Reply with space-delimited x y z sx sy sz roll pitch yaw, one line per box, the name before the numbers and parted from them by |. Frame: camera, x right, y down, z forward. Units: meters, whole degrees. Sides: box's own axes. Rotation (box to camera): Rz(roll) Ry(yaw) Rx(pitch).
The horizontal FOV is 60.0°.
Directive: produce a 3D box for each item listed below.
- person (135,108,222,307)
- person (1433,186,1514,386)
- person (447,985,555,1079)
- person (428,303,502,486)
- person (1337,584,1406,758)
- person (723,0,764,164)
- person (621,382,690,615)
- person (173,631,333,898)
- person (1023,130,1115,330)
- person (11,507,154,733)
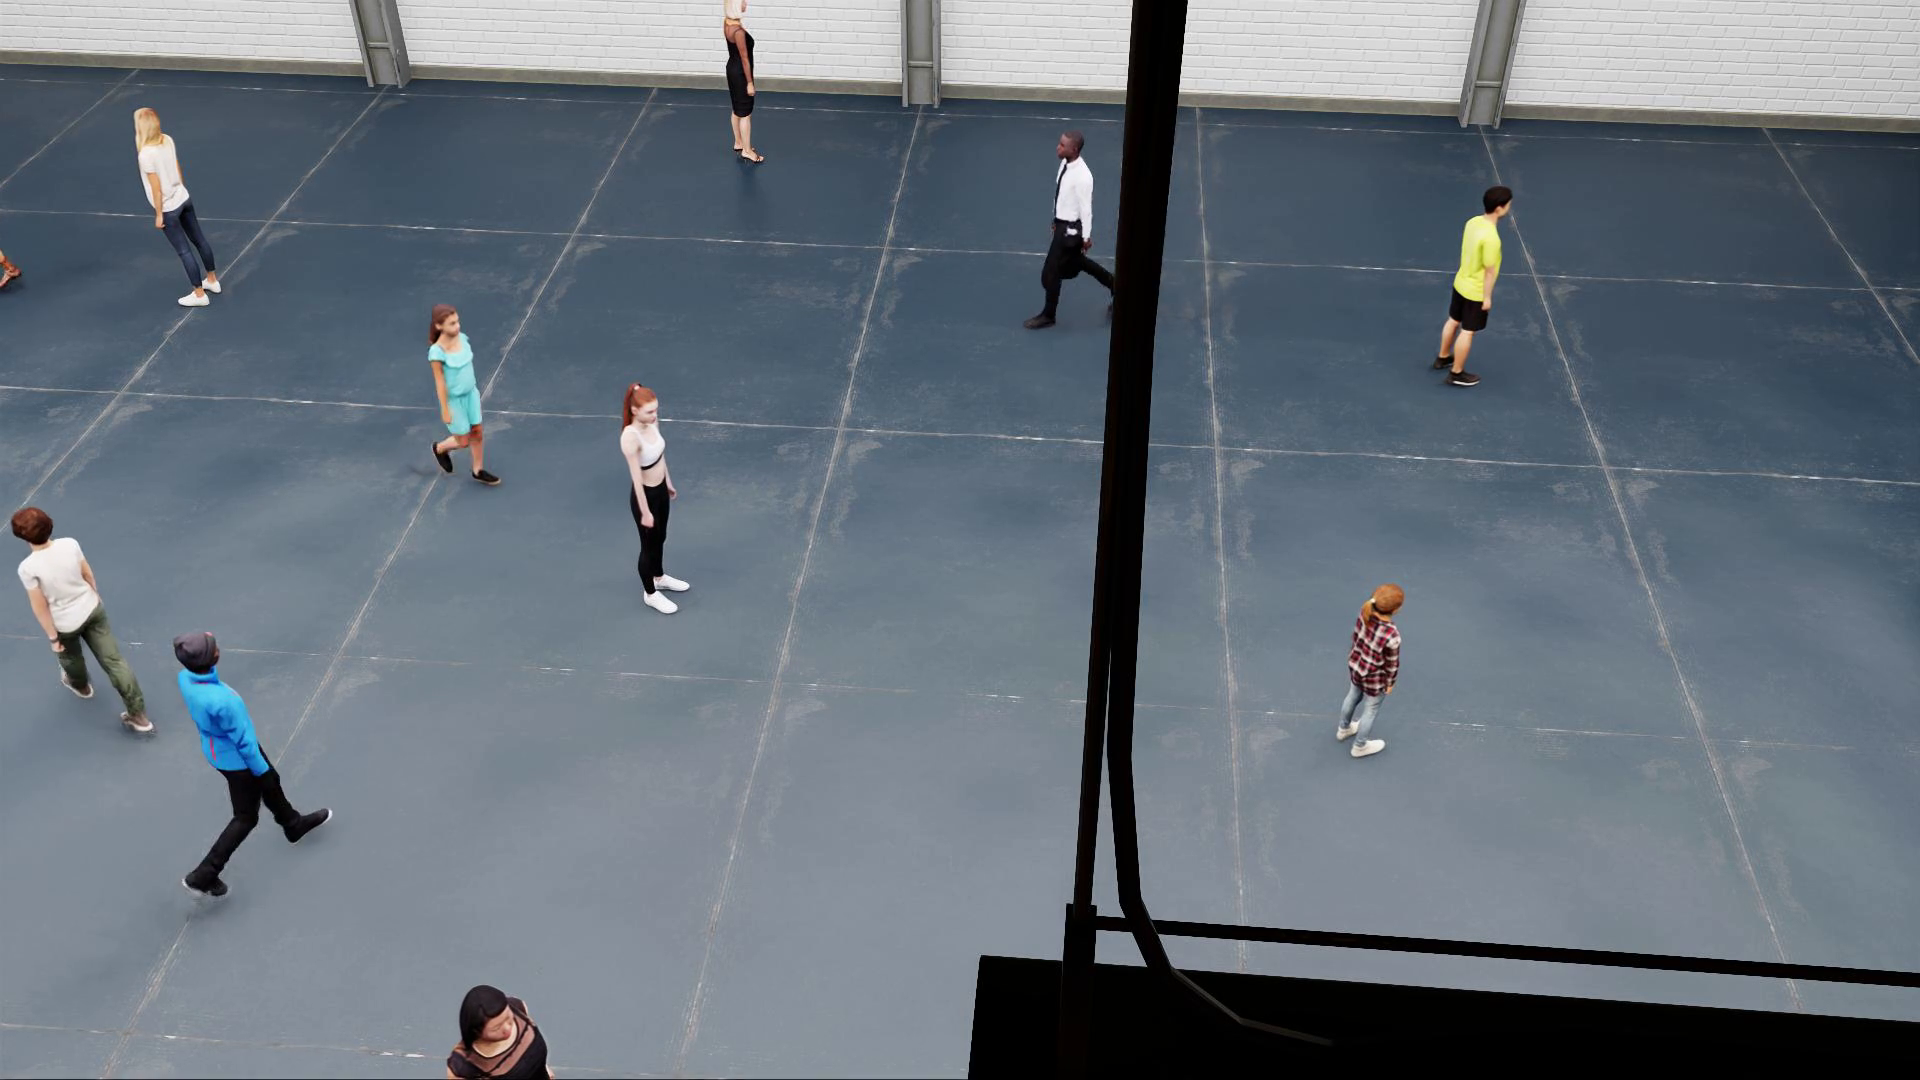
person | -6.786 -2.885 14.382 0.524 1.809 0.610 7 39 8
person | 4.149 -2.067 13.440 0.615 1.706 0.680 -7 39 -8
person | -2.055 2.595 7.593 0.707 1.718 0.723 15 41 18
person | -3.770 -1.071 12.320 0.862 1.548 0.721 18 42 21
person | 2.514 0.784 10.191 0.641 1.305 0.605 -18 42 -21
person | -2.200 -4.635 16.622 0.667 1.747 0.663 -16 41 -19
person | -2.092 -0.295 11.186 0.571 1.751 0.621 9 40 12
person | -4.105 1.254 9.233 1.155 1.767 1.135 30 47 32
person | 1.036 -2.621 14.058 1.262 1.802 0.857 -6 39 -8
person | -5.403 0.527 10.268 1.206 1.610 0.971 24 44 27
